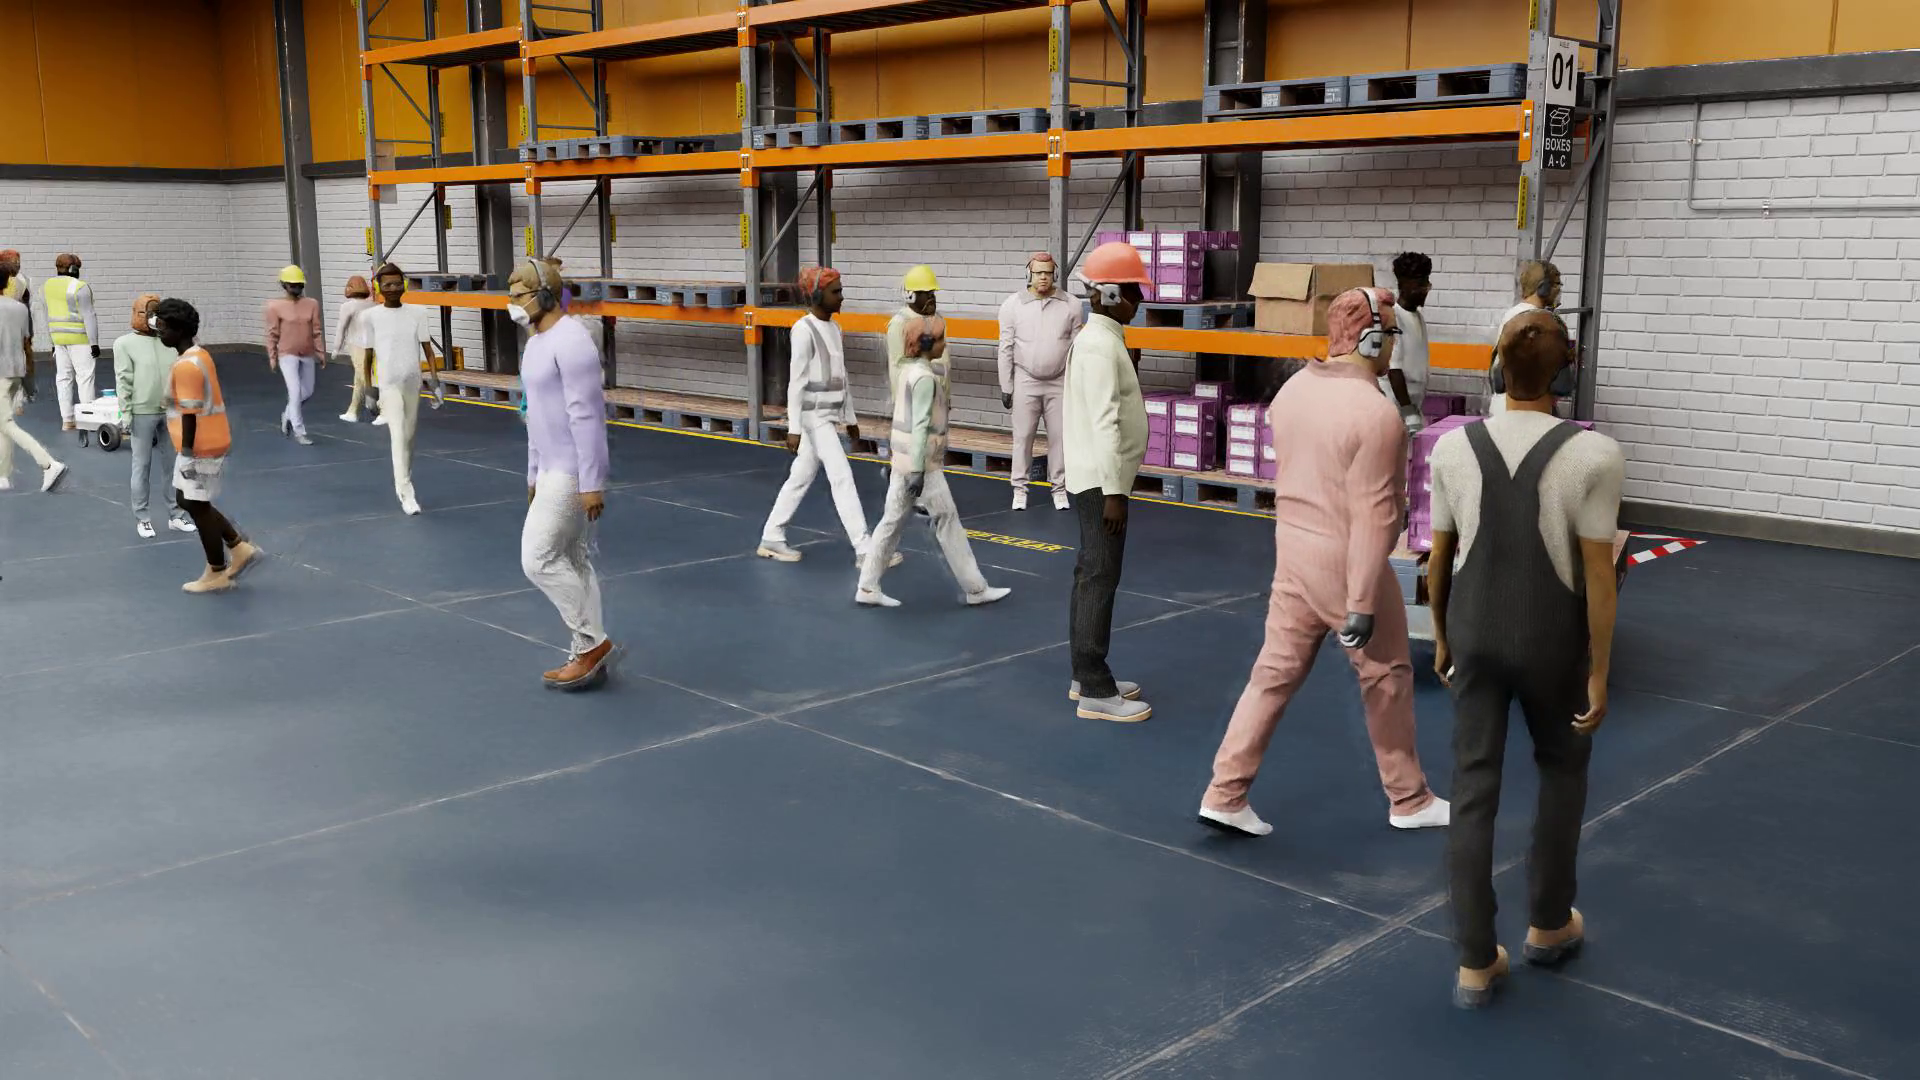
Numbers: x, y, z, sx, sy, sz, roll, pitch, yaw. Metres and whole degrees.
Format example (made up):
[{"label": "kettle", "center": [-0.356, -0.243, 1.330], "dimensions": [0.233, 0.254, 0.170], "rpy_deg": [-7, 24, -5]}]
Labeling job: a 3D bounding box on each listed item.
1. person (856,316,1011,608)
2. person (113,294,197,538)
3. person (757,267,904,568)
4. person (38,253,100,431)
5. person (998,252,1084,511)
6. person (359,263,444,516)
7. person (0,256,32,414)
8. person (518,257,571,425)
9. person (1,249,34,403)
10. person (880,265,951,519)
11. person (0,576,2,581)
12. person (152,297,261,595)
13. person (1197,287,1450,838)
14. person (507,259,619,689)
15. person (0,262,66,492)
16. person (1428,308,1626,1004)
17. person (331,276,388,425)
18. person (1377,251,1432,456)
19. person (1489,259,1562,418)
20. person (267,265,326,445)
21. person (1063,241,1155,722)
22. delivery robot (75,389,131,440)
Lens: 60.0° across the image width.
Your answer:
[{"label": "person", "center": [-0.182, -0.410, 8.986], "dimensions": [0.856, 1.586, 0.536], "rpy_deg": [-2, 11, -12]}, {"label": "person", "center": [-5.431, -0.843, 11.250], "dimensions": [0.279, 1.634, 0.499], "rpy_deg": [8, 13, 37]}, {"label": "person", "center": [-0.845, -0.742, 10.169], "dimensions": [0.979, 1.835, 0.595], "rpy_deg": [3, 11, 14]}, {"label": "person", "center": [-9.183, -2.045, 17.260], "dimensions": [0.622, 1.838, 0.429], "rpy_deg": [3, 11, 16]}, {"label": "person", "center": [0.600, -1.153, 12.237], "dimensions": [0.636, 1.900, 0.399], "rpy_deg": [-1, 10, -6]}, {"label": "person", "center": [-4.152, -1.138, 12.349], "dimensions": [0.514, 1.832, 0.967], "rpy_deg": [-7, 12, -33]}, {"label": "person", "center": [-10.769, -2.302, 18.708], "dimensions": [0.532, 1.821, 0.663], "rpy_deg": [10, 14, 43]}, {"label": "person", "center": [-4.363, -2.082, 17.565], "dimensions": [0.963, 1.803, 0.585], "rpy_deg": [9, 14, 41]}, {"label": "person", "center": [-11.598, -2.606, 20.265], "dimensions": [0.642, 1.866, 0.573], "rpy_deg": [6, 12, 29]}, {"label": "person", "center": [-0.322, -1.062, 11.955], "dimensions": [0.613, 1.810, 0.602], "rpy_deg": [7, 12, 33]}, {"label": "person", "center": [-6.152, -0.650, 9.540], "dimensions": [0.993, 1.893, 0.557], "rpy_deg": [0, 10, -1]}, {"label": "person", "center": [-4.256, -0.512, 9.296], "dimensions": [0.370, 1.676, 0.548], "rpy_deg": [-3, 11, -17]}, {"label": "person", "center": [1.240, 0.096, 5.527], "dimensions": [0.980, 1.865, 0.647], "rpy_deg": [-5, 11, -25]}, {"label": "person", "center": [-1.778, -0.273, 7.364], "dimensions": [0.458, 1.917, 0.648], "rpy_deg": [-6, 12, -28]}, {"label": "person", "center": [-7.485, -1.283, 13.103], "dimensions": [0.874, 1.843, 0.524], "rpy_deg": [2, 11, 12]}, {"label": "person", "center": [1.535, 0.294, 4.513], "dimensions": [0.521, 1.820, 0.757], "rpy_deg": [7, 12, 33]}, {"label": "person", "center": [-6.435, -2.037, 17.875], "dimensions": [0.847, 1.589, 0.513], "rpy_deg": [5, 12, 26]}, {"label": "person", "center": [2.790, -0.802, 10.242], "dimensions": [0.898, 1.911, 0.621], "rpy_deg": [8, 13, 38]}, {"label": "person", "center": [3.344, -0.720, 9.925], "dimensions": [1.081, 1.883, 0.644], "rpy_deg": [0, 10, -1]}, {"label": "person", "center": [-6.525, -1.811, 16.236], "dimensions": [0.706, 1.735, 0.528], "rpy_deg": [9, 13, 39]}, {"label": "person", "center": [0.619, -0.246, 7.007], "dimensions": [0.375, 1.996, 0.611], "rpy_deg": [0, 10, 0]}, {"label": "delivery robot", "center": [-8.078, -1.190, 15.834], "dimensions": [0.707, 0.478, 0.477], "rpy_deg": [6, 12, 28]}]
